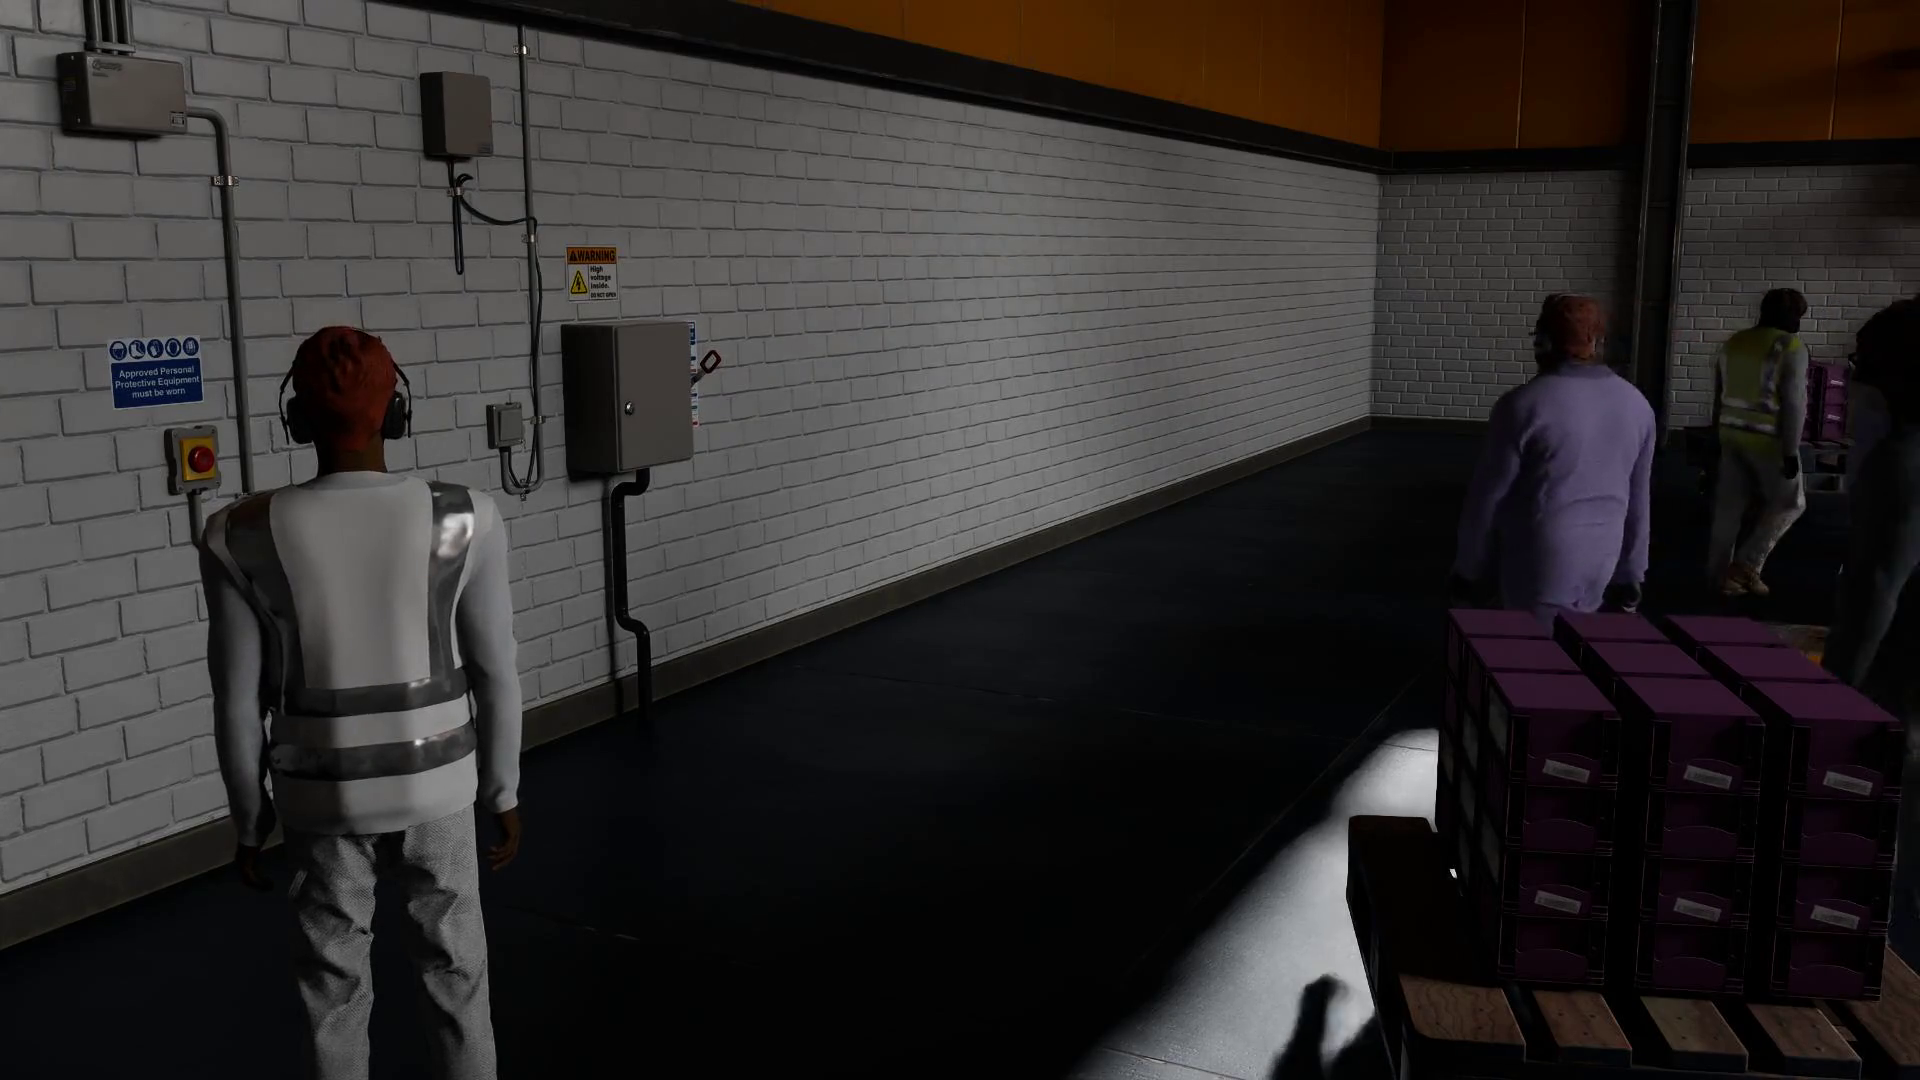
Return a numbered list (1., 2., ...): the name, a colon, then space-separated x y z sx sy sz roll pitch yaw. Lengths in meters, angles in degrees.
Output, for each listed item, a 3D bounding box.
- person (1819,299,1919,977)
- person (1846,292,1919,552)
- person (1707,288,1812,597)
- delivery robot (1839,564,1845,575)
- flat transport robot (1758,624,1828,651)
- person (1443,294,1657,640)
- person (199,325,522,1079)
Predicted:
1. person: 2.385 0.332 4.356 0.774 1.899 0.639 9 13 42
2. person: 3.928 -0.089 6.757 0.633 1.925 0.417 2 10 11
3. person: 4.633 -0.547 9.669 0.458 1.816 0.729 -3 10 -19
4. delivery robot: 4.801 0.270 8.336 0.707 0.478 0.477 5 11 29
5. flat transport robot: 3.979 0.556 7.773 1.431 0.197 0.652 5 11 25
6. person: 2.025 0.076 5.924 0.648 1.878 0.846 -4 11 -24
7. person: -1.161 0.521 3.315 0.574 1.884 0.356 -4 10 -20
